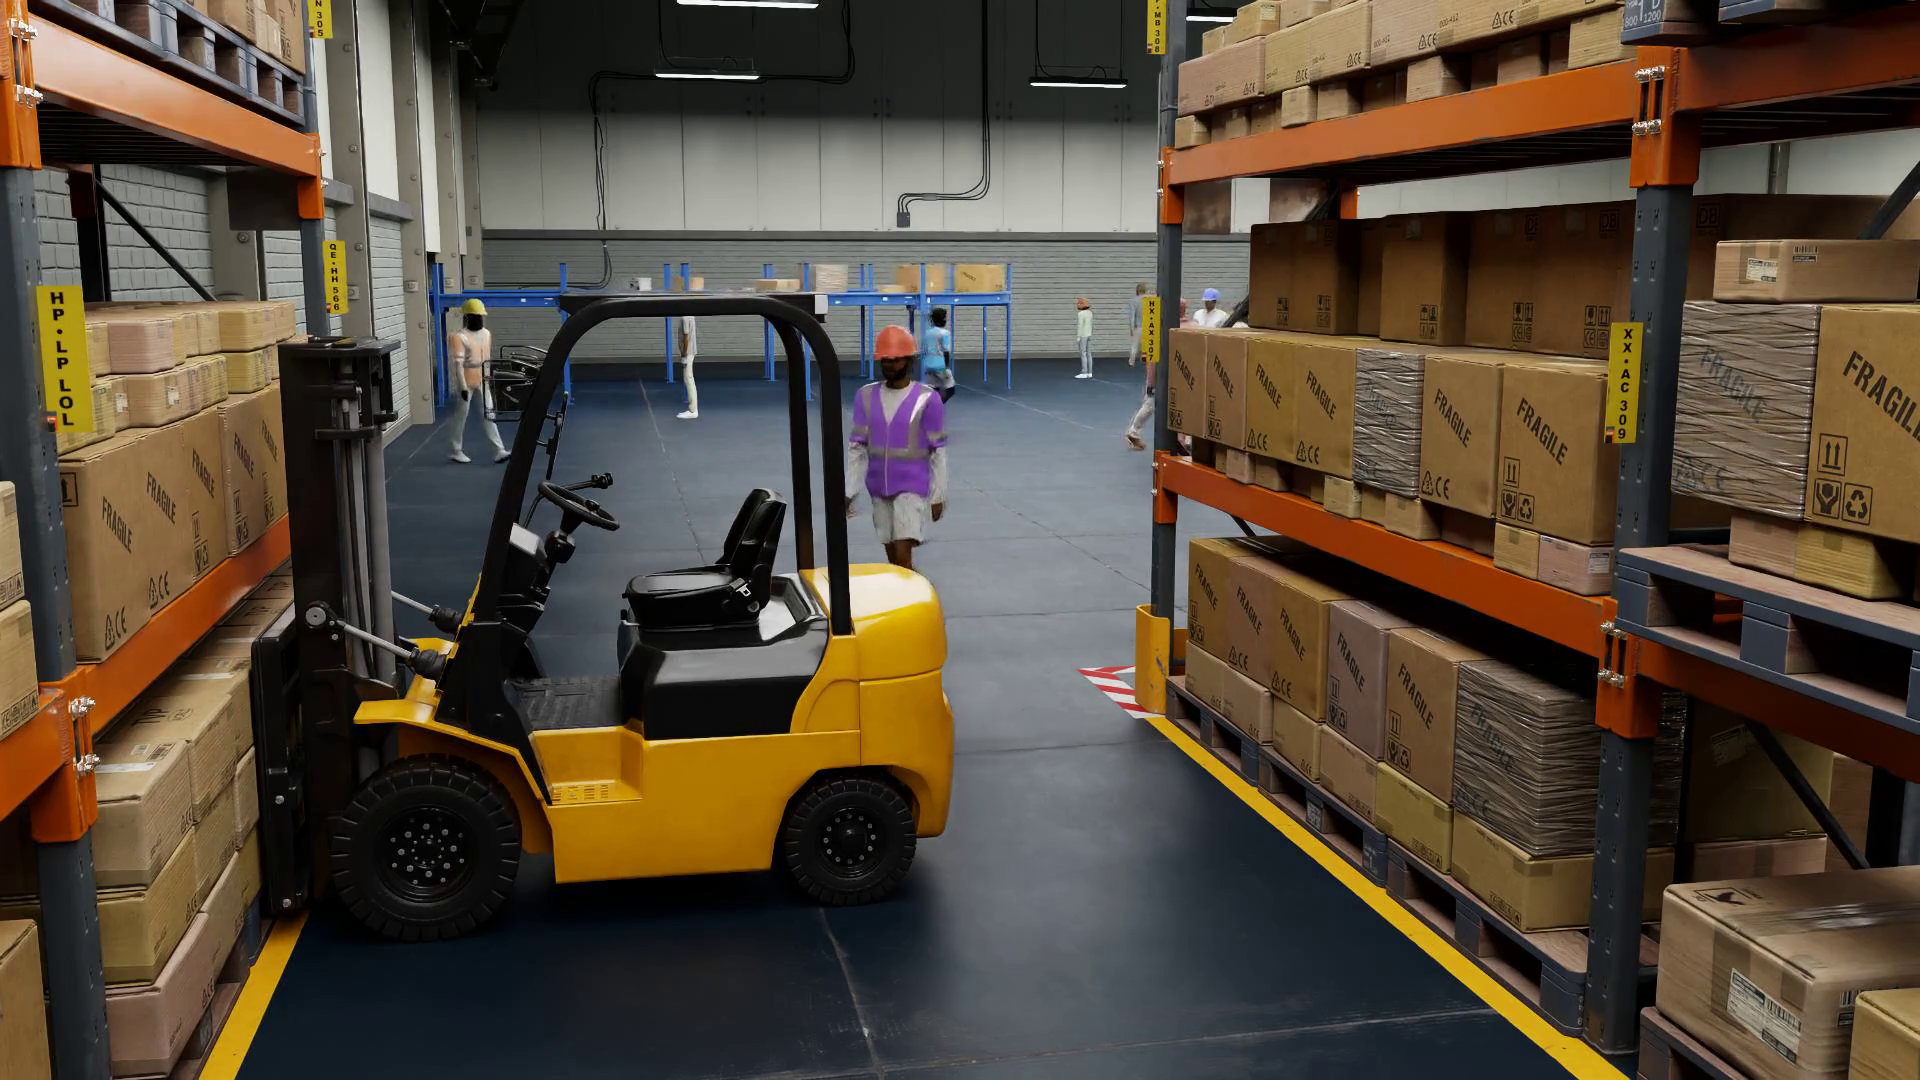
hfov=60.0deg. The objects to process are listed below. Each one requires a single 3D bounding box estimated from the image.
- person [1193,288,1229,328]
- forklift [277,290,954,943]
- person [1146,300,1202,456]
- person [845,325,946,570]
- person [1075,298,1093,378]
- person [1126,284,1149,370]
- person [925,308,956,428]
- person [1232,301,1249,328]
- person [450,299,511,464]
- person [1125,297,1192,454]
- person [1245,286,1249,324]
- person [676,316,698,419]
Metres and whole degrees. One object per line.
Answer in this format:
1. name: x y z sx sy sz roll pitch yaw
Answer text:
1. person: 3.785 -2.862 25.316 0.638 1.929 0.443 7 12 37
2. forklift: -1.179 0.175 6.143 2.313 2.155 1.214 -2 10 -12
3. person: 2.461 -1.833 19.206 0.675 1.873 0.805 -3 10 -19
4. person: -0.419 -0.279 9.669 0.555 1.903 0.865 4 10 24
5. person: 2.529 -4.117 33.880 0.268 1.630 0.507 6 11 34
6. person: 3.981 -4.678 36.542 0.641 1.887 1.051 -3 10 -20
7. person: -0.286 -2.398 23.210 0.365 1.683 0.544 -7 11 -35
8. person: 3.432 -2.093 20.947 0.558 1.827 0.753 5 11 30
9. person: -5.537 -1.801 18.999 0.971 1.882 0.611 6 11 32
10. person: 2.458 -2.046 20.350 0.643 1.948 1.018 -9 13 -43
11. person: 4.840 -3.119 26.686 1.012 2.000 0.720 -8 12 -39
12. person: -4.107 -2.761 24.931 0.317 1.864 0.515 -1 9 -5
